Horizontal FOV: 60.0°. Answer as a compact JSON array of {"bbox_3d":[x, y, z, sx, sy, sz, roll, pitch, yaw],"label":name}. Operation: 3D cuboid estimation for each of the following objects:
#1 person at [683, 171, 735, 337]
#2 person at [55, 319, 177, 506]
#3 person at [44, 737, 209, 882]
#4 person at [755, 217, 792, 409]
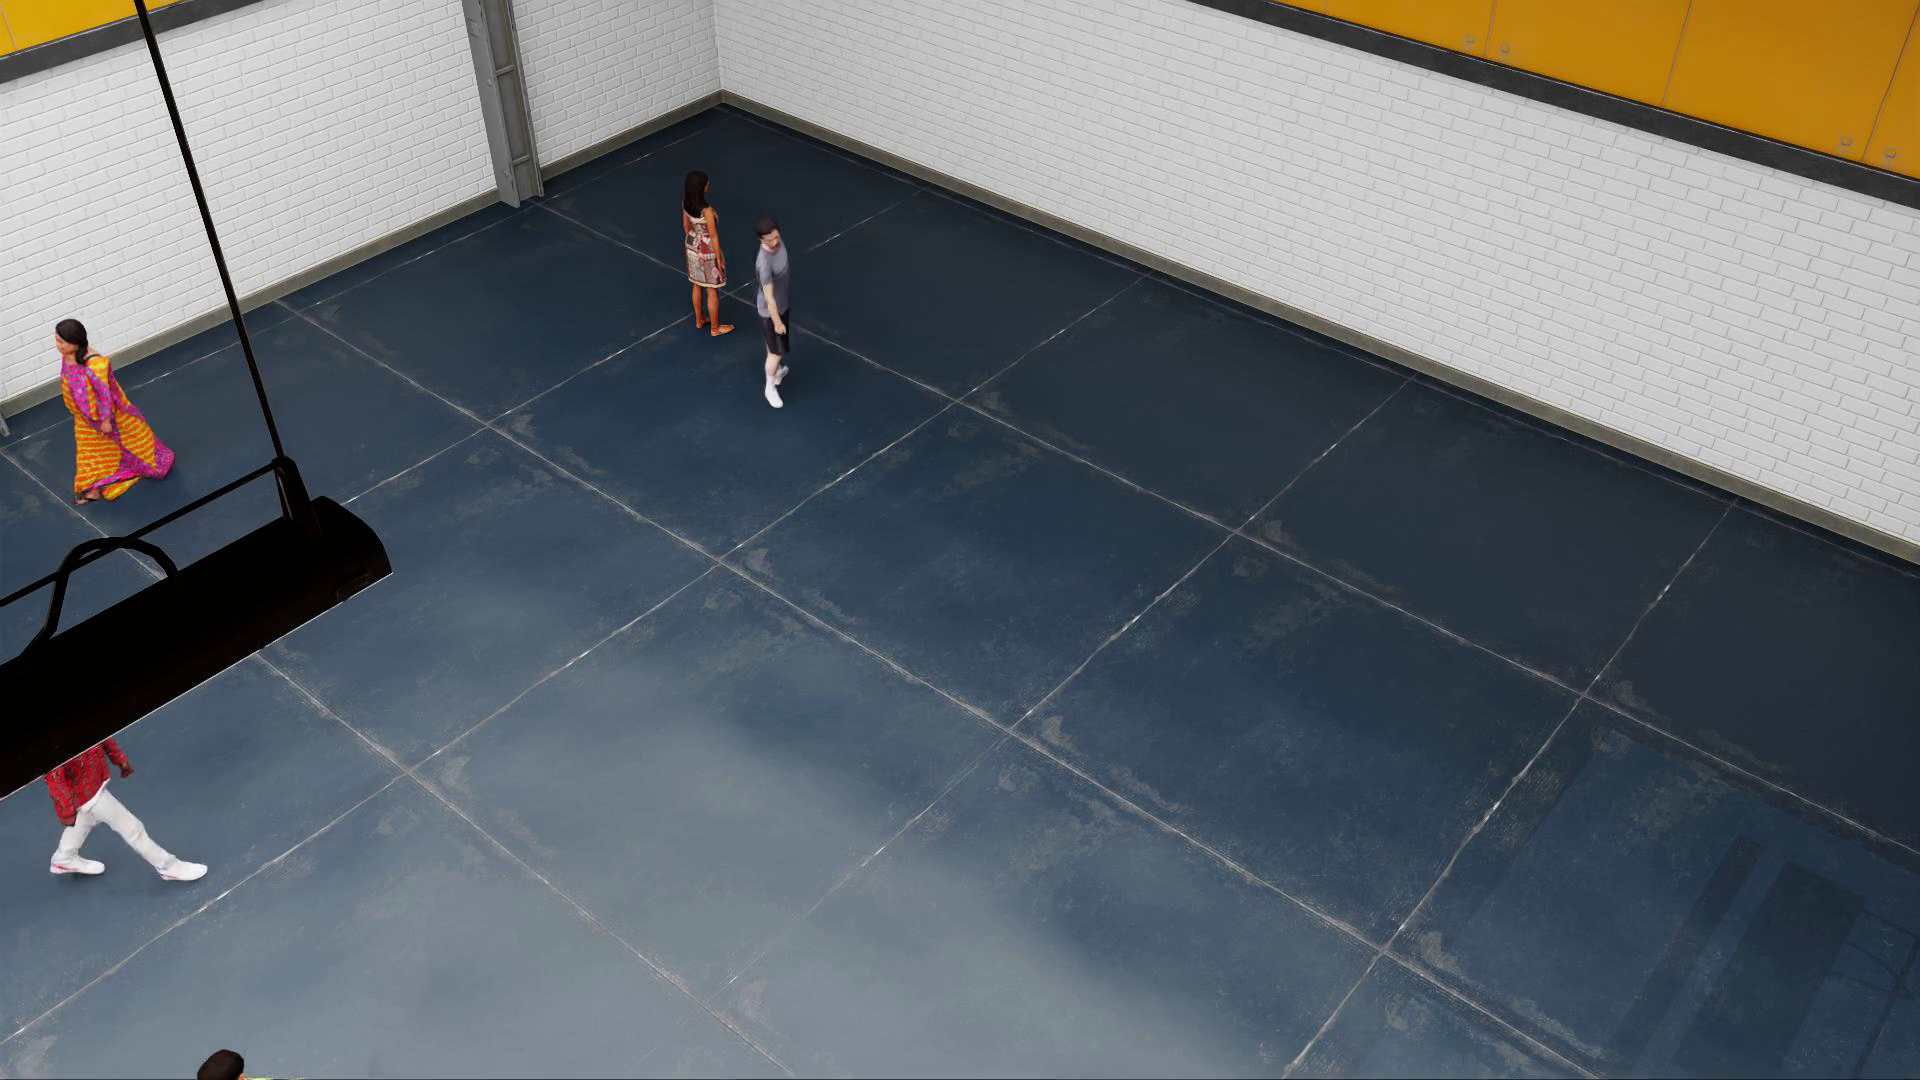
[{"bbox_3d":[-2.420,-2.715,15.682,0.666,1.645,0.548,31,48,33],"label":"person"},{"bbox_3d":[-6.999,-1.125,13.670,0.730,1.672,1.166,23,44,26],"label":"person"},{"bbox_3d":[-5.497,1.513,10.277,1.276,1.784,1.184,-5,39,-6],"label":"person"},{"bbox_3d":[-1.674,-2.107,14.770,0.957,1.834,0.774,-2,39,-3],"label":"person"}]
